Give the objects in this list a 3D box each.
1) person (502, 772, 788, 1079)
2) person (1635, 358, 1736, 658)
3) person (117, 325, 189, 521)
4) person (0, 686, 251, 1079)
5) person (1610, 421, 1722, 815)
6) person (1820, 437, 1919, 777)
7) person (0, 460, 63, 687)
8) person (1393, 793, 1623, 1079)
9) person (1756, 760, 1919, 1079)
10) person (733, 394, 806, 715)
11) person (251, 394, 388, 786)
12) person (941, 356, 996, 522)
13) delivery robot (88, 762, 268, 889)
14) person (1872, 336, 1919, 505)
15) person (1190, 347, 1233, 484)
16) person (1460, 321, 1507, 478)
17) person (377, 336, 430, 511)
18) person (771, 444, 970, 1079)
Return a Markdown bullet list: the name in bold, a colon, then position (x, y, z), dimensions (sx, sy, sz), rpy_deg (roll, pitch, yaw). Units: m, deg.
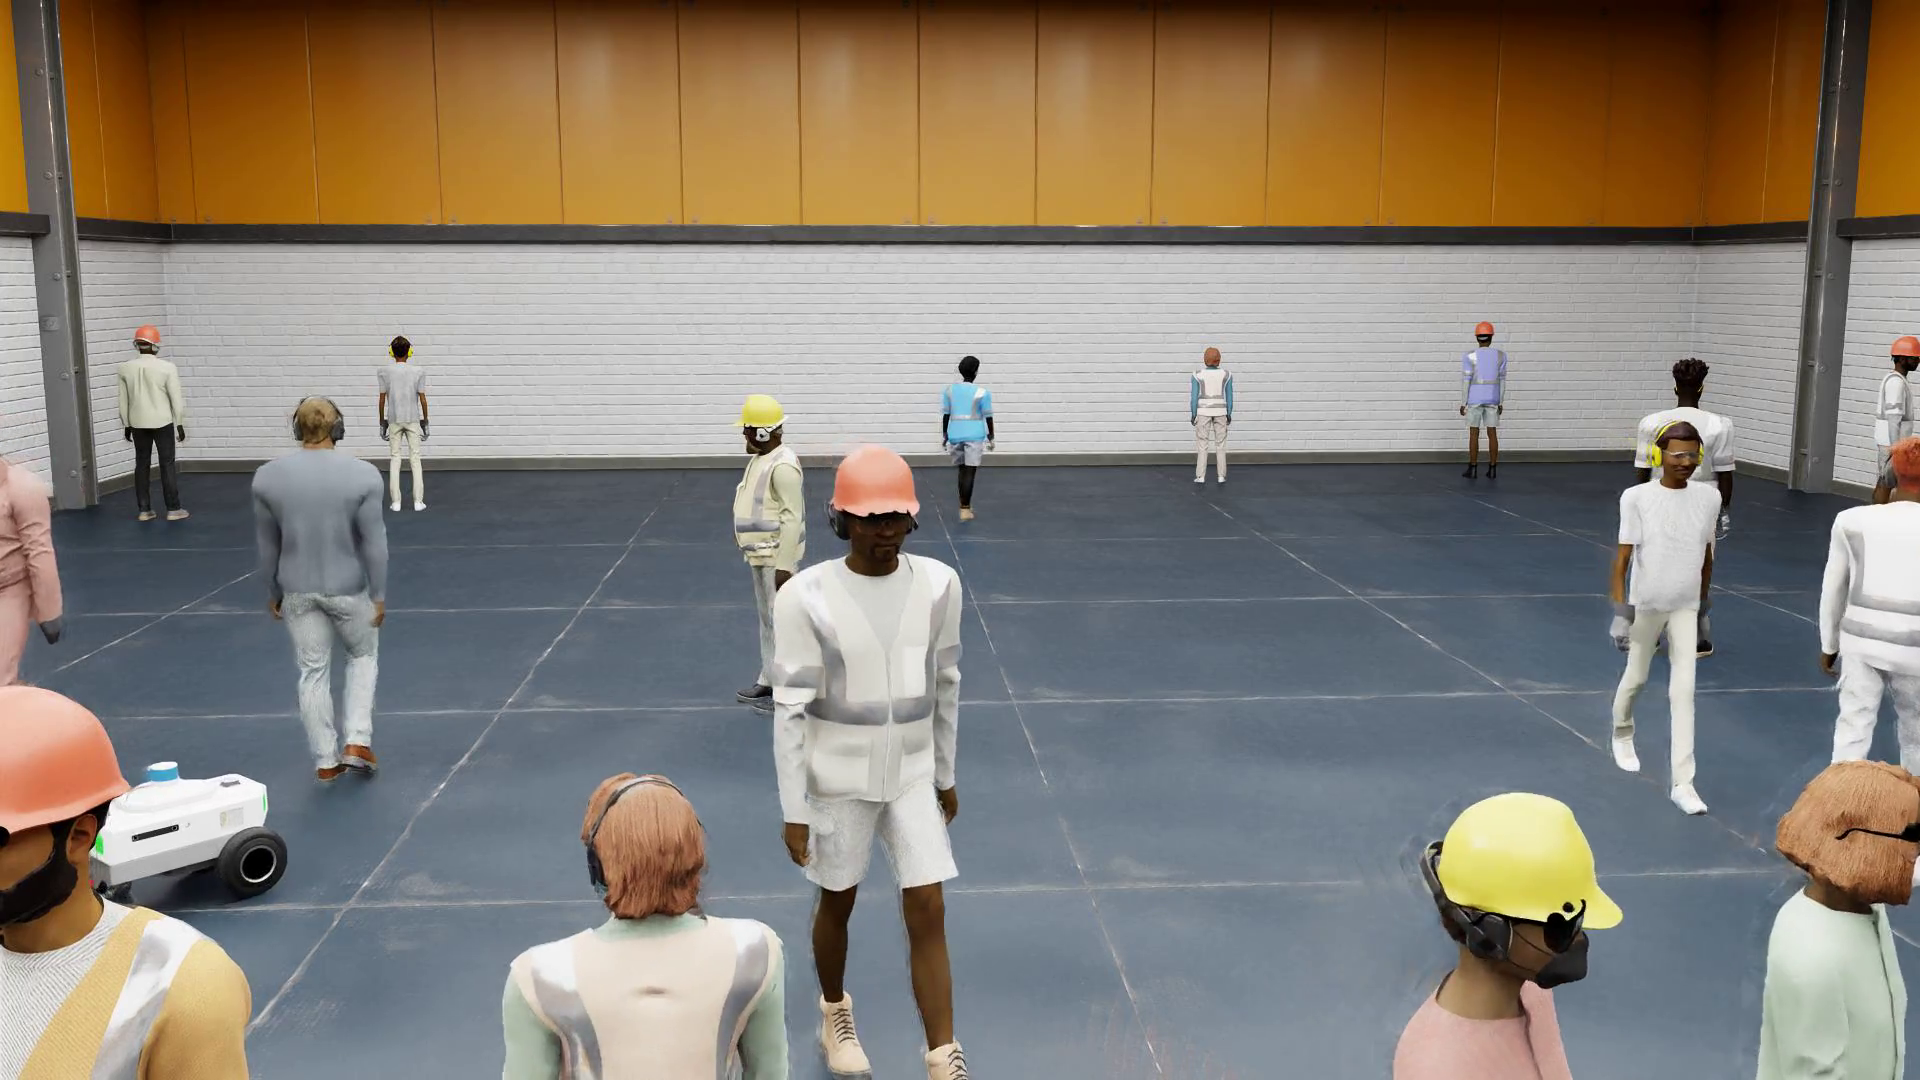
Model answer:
- **person**: position (-0.560, 1.219, 3.004), dimensions (0.547, 1.625, 0.394), rpy_deg (-4, 10, -22)
- **person**: position (4.740, -0.210, 10.910), dimensions (0.606, 1.967, 0.367), rpy_deg (5, 11, 31)
- **person**: position (-8.233, -1.192, 16.984), dimensions (0.622, 1.992, 0.396), rpy_deg (0, 9, -2)
- **person**: position (-1.288, 1.156, 2.418), dimensions (0.543, 1.939, 0.361), rpy_deg (2, 9, 11)
- **person**: position (3.401, 0.324, 8.068), dimensions (0.526, 1.817, 1.005), rpy_deg (1, 9, 4)
- **person**: position (3.936, 0.480, 7.026), dimensions (0.601, 1.825, 1.008), rpy_deg (8, 12, 40)
- **person**: position (-4.594, 0.346, 7.695), dimensions (0.641, 1.877, 0.789), rpy_deg (2, 9, 11)
- **person**: position (0.755, 1.218, 2.649), dimensions (0.743, 1.742, 0.528), rpy_deg (6, 11, 33)
- **person**: position (1.616, 1.191, 3.253), dimensions (0.762, 1.604, 0.500), rpy_deg (9, 12, 43)
- **person**: position (-1.090, 0.079, 9.526), dimensions (0.404, 1.829, 0.591), rpy_deg (-4, 10, -22)
- **person**: position (-3.111, 0.247, 8.174), dimensions (0.632, 1.925, 0.453), rpy_deg (-1, 9, -7)
- **person**: position (0.122, -1.045, 17.031), dimensions (0.557, 1.673, 0.654), rpy_deg (4, 10, 25)
- **delivery robot**: position (-3.155, 1.129, 6.624), dimensions (0.477, 0.478, 0.707), rpy_deg (8, 12, 40)
- **person**: position (8.714, -0.921, 15.468), dimensions (0.373, 1.934, 0.551), rpy_deg (4, 10, 26)
- **person**: position (3.014, -1.484, 19.930), dimensions (0.514, 1.641, 0.307), rpy_deg (0, 9, -2)
- **person**: position (6.433, -1.720, 20.498), dimensions (0.546, 1.934, 0.376), rpy_deg (0, 9, 1)
- **person**: position (-5.907, -1.232, 17.675), dimensions (0.510, 1.862, 0.323), rpy_deg (-2, 9, -15)
- **person**: position (-0.219, 0.731, 4.888), dimensions (0.627, 1.999, 0.956), rpy_deg (-4, 10, -22)
